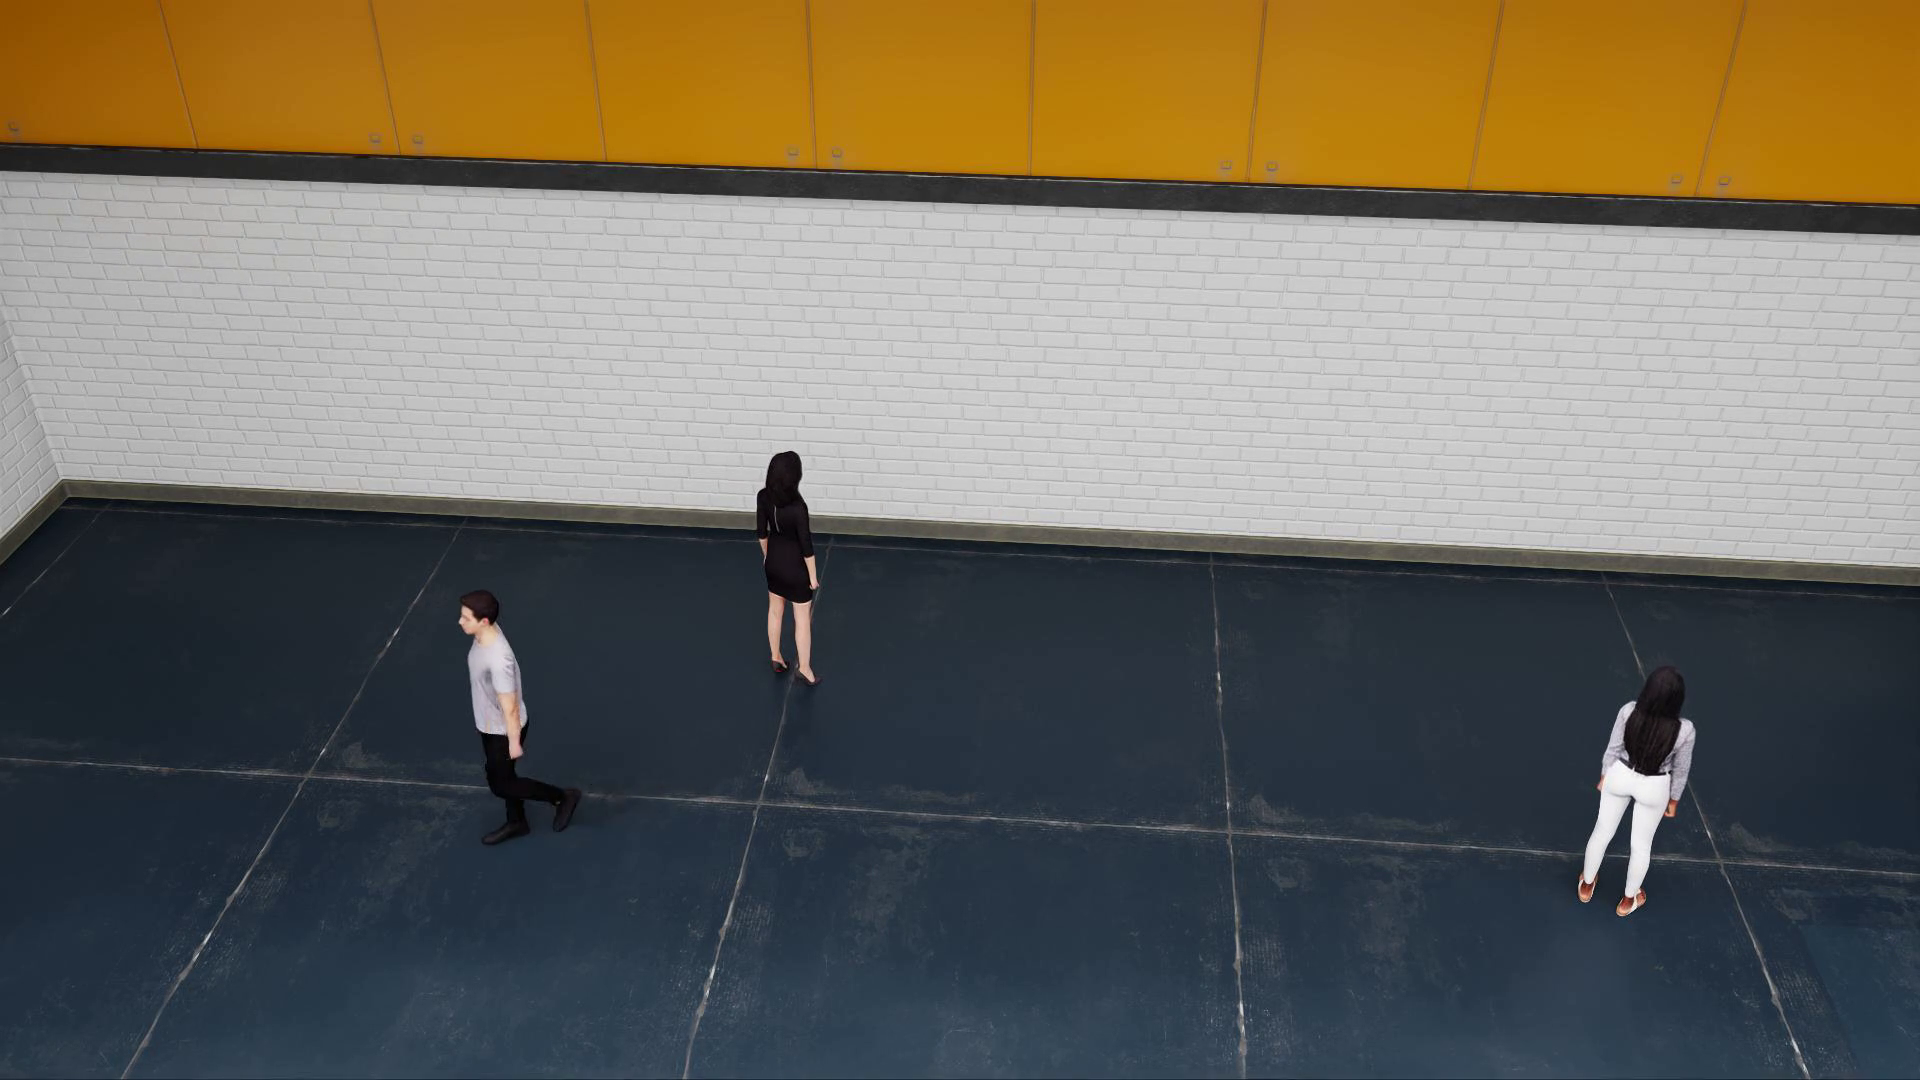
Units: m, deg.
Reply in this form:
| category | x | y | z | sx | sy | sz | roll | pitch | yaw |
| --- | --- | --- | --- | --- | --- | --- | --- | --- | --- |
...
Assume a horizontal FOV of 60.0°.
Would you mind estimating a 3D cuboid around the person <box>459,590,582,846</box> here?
| category | x | y | z | sx | sy | sz | roll | pitch | yaw |
| --- | --- | --- | --- | --- | --- | --- | --- | --- | --- |
| person | -2.655 | 1.071 | 9.946 | 0.959 | 1.850 | 0.942 | -15 | 36 | -21 |

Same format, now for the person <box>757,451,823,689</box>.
| category | x | y | z | sx | sy | sz | roll | pitch | yaw |
| --- | --- | --- | --- | --- | --- | --- | --- | --- | --- |
| person | -1.170 | 0.209 | 11.285 | 0.675 | 1.803 | 0.676 | 22 | 40 | 30 |

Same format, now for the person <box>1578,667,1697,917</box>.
| category | x | y | z | sx | sy | sz | roll | pitch | yaw |
| --- | --- | --- | --- | --- | --- | --- | --- | --- | --- |
| person | 3.879 | 1.423 | 9.531 | 0.675 | 1.724 | 0.670 | 20 | 39 | 27 |
